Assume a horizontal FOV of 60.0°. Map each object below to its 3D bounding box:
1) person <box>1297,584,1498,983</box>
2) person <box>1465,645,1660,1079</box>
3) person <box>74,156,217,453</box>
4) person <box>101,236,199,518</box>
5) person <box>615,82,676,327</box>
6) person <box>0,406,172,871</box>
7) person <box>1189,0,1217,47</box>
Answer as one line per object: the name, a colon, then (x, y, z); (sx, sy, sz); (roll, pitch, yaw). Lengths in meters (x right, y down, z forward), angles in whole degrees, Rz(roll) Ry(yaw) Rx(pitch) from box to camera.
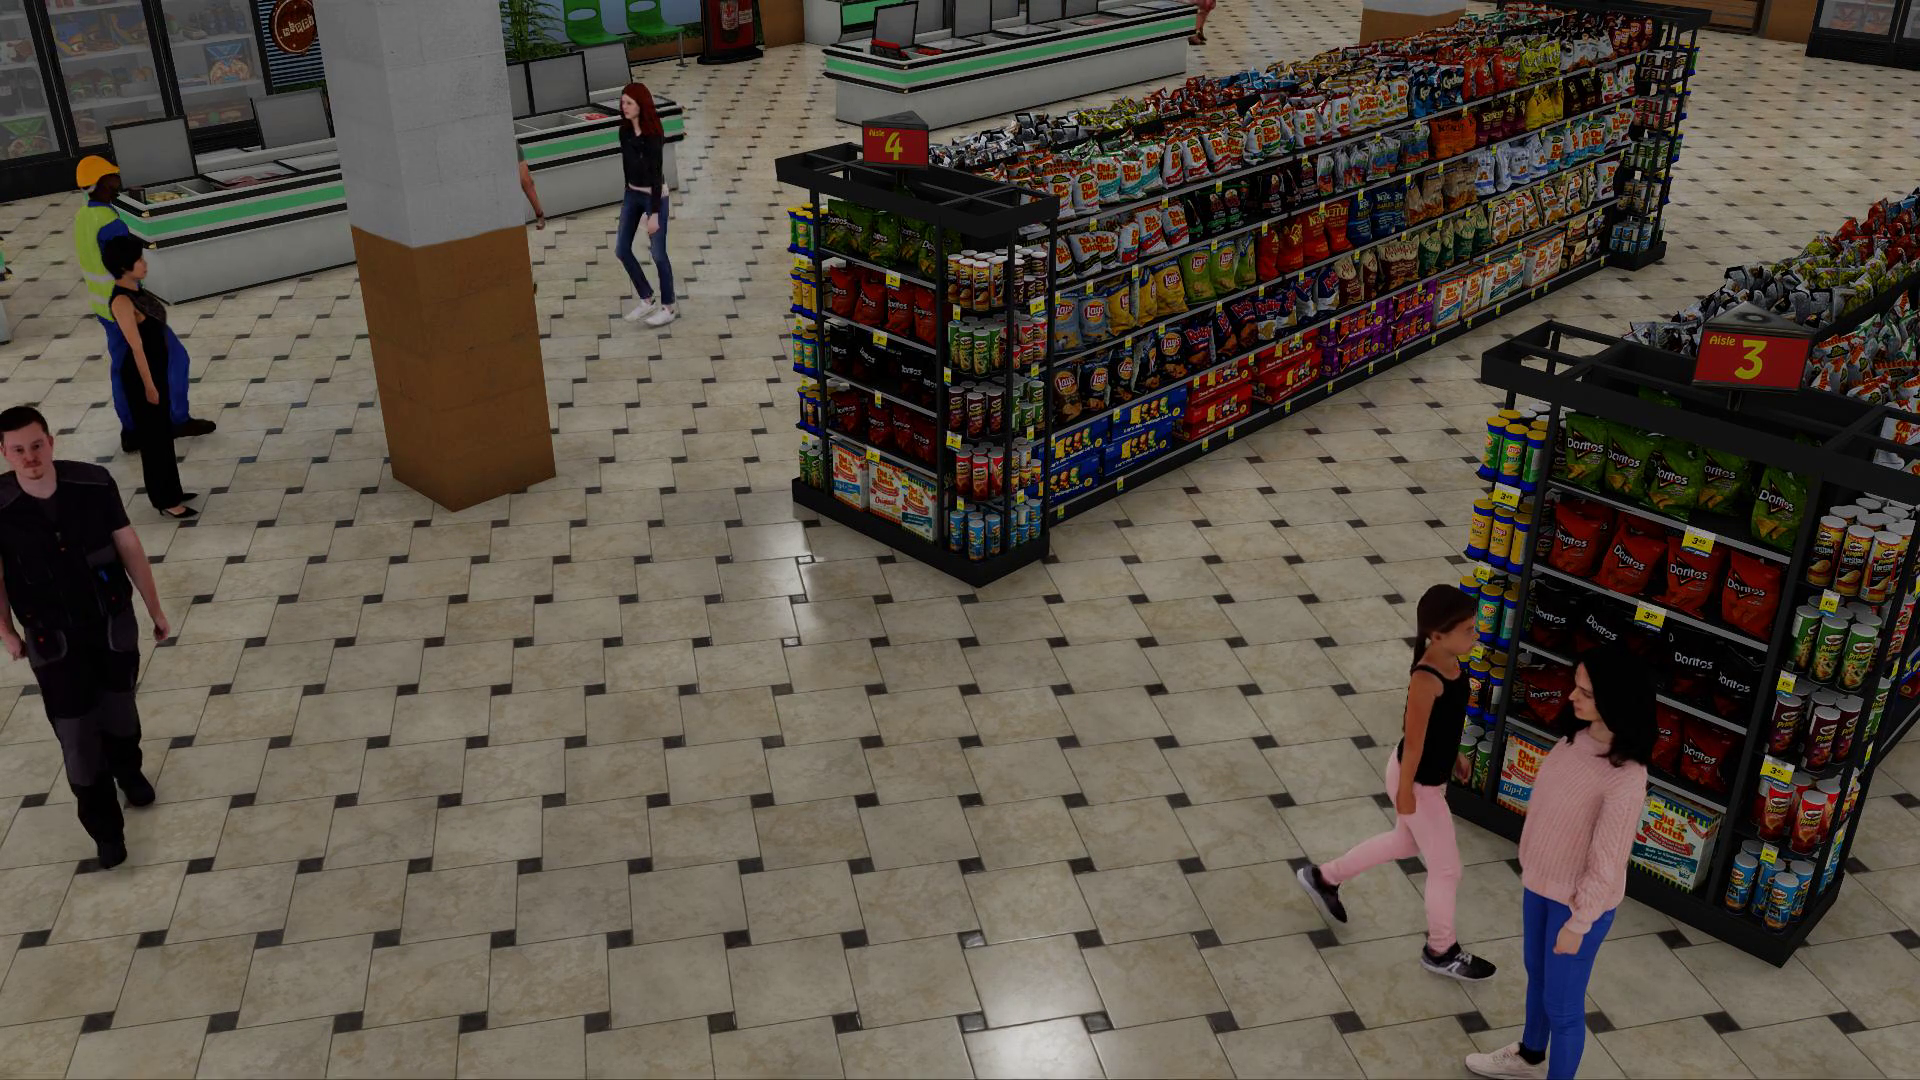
person: (1.576, 0.831, 5.906); (0.819, 1.538, 0.985); (11, 29, 20)
person: (1.888, 1.092, 5.138); (0.776, 1.768, 0.709); (1, 27, 2)
person: (-5.079, -1.376, 9.968); (0.732, 1.801, 0.789); (20, 33, 33)
person: (-4.536, -0.906, 9.259); (0.652, 1.603, 0.658); (-10, 28, -18)
person: (-2.190, -2.425, 12.063); (0.661, 1.776, 0.690); (18, 32, 31)
person: (-3.527, 0.304, 6.634); (0.912, 1.820, 0.825); (-21, 34, -36)
person: (3.141, -7.374, 21.929); (0.809, 1.679, 0.765); (-8, 28, -15)
